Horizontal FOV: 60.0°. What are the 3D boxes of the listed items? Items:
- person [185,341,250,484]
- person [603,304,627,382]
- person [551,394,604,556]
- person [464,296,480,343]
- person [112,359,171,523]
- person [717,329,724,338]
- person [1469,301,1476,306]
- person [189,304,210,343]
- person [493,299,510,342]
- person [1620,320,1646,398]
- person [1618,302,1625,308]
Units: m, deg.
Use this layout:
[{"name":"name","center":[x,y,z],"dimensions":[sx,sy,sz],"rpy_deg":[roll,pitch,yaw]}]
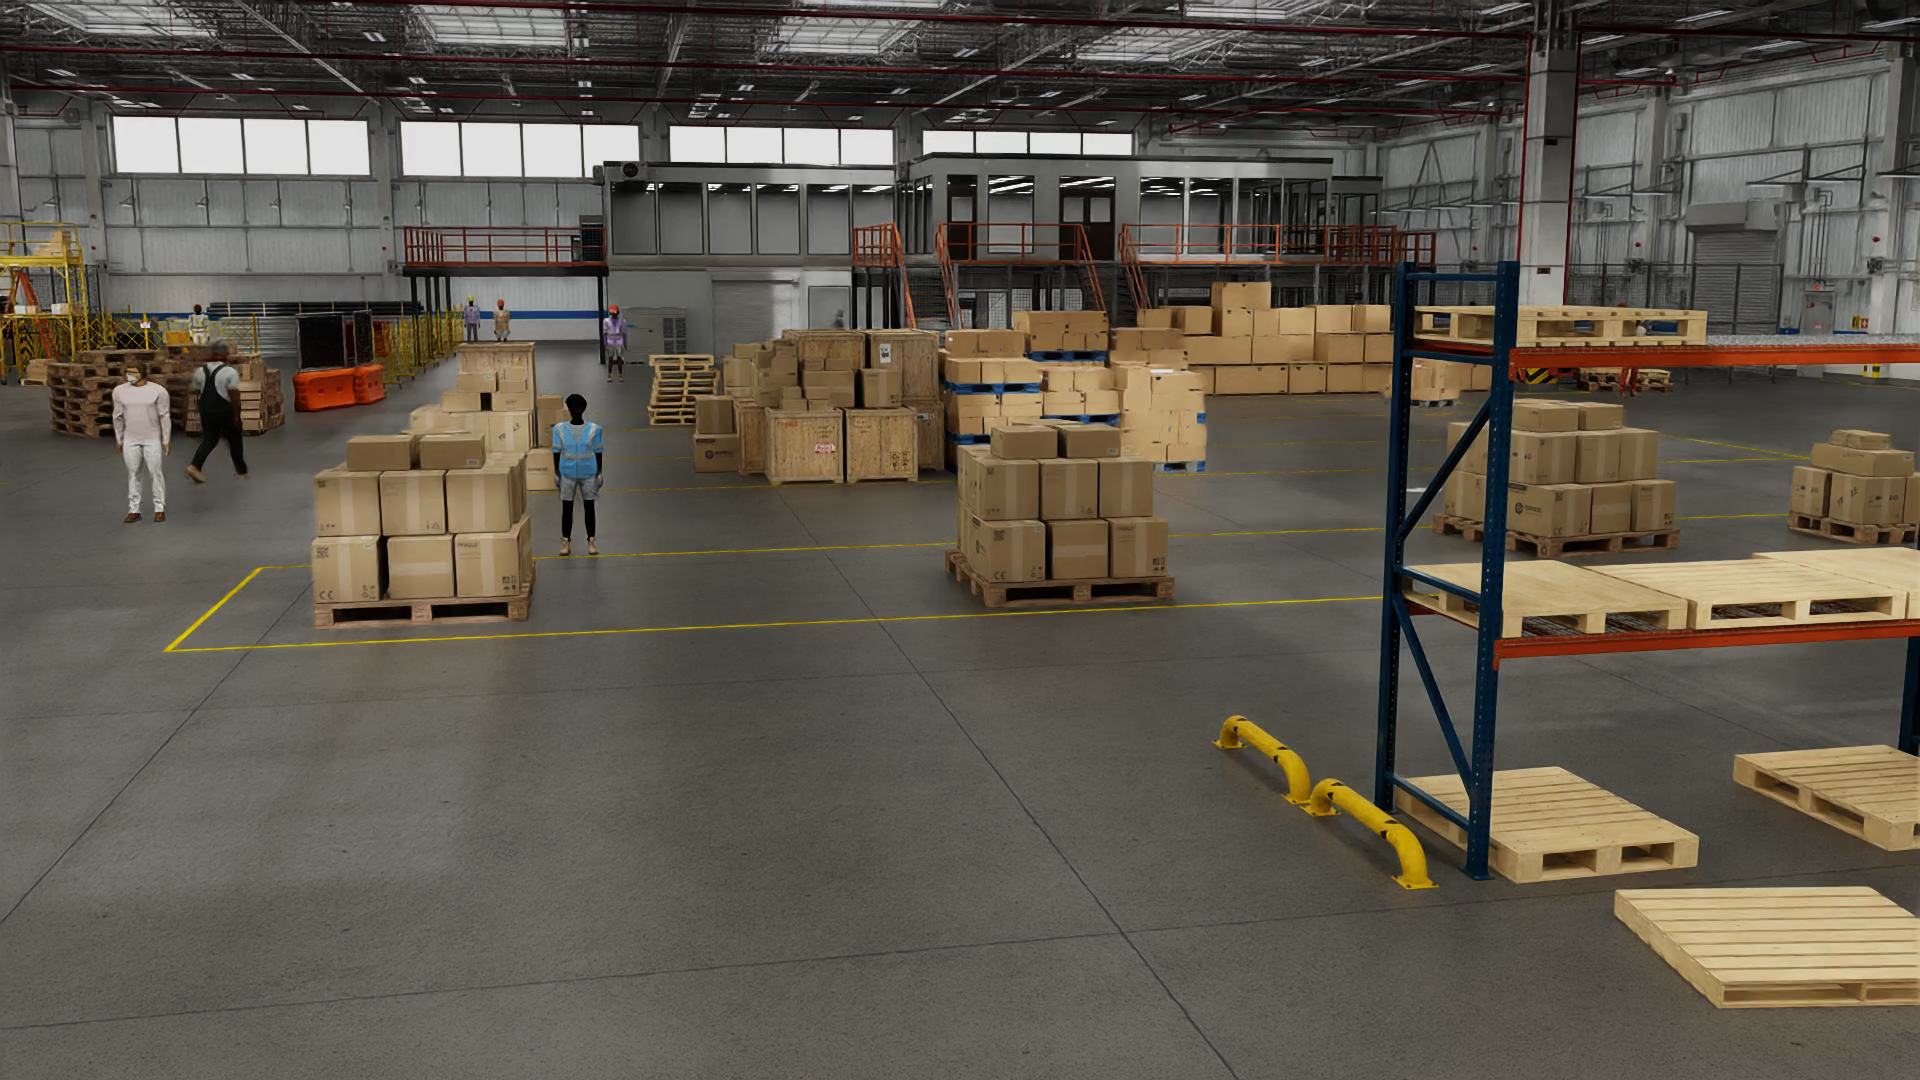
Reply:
[{"name":"person","center":[-10.385,-1.810,23.211],"dimensions":[0.713,2.000,0.929],"rpy_deg":[2,10,12]},{"name":"person","center":[-9.029,-5.150,43.558],"dimensions":[0.606,2.045,0.389],"rpy_deg":[-2,9,-10]},{"name":"person","center":[-3.981,-0.678,17.350],"dimensions":[0.533,1.697,0.322],"rpy_deg":[-2,9,-10]},{"name":"person","center":[-18.164,-8.102,61.904],"dimensions":[0.587,1.928,0.381],"rpy_deg":[-2,9,-10]},{"name":"person","center":[-9.630,-1.167,19.610],"dimensions":[0.628,1.936,0.377],"rpy_deg":[-2,9,-10]},{"name":"person","center":[-7.611,-6.580,52.778],"dimensions":[0.521,1.873,0.334],"rpy_deg":[-2,9,-10]},{"name":"person","center":[17.570,-7.286,57.211],"dimensions":[0.622,1.840,0.430],"rpy_deg":[-2,9,-10]},{"name":"person","center":[-23.169,-6.236,50.671],"dimensions":[0.574,1.883,0.360],"rpy_deg":[-2,9,-10]},{"name":"person","center":[-15.316,-7.071,55.607],"dimensions":[0.544,1.933,0.376],"rpy_deg":[-2,9,-10]},{"name":"person","center":[15.534,-4.277,38.385],"dimensions":[0.611,1.996,0.387],"rpy_deg":[-2,9,-10]},{"name":"person","center":[20.376,-6.379,51.391],"dimensions":[0.544,1.933,0.376],"rpy_deg":[-2,9,-10]}]
